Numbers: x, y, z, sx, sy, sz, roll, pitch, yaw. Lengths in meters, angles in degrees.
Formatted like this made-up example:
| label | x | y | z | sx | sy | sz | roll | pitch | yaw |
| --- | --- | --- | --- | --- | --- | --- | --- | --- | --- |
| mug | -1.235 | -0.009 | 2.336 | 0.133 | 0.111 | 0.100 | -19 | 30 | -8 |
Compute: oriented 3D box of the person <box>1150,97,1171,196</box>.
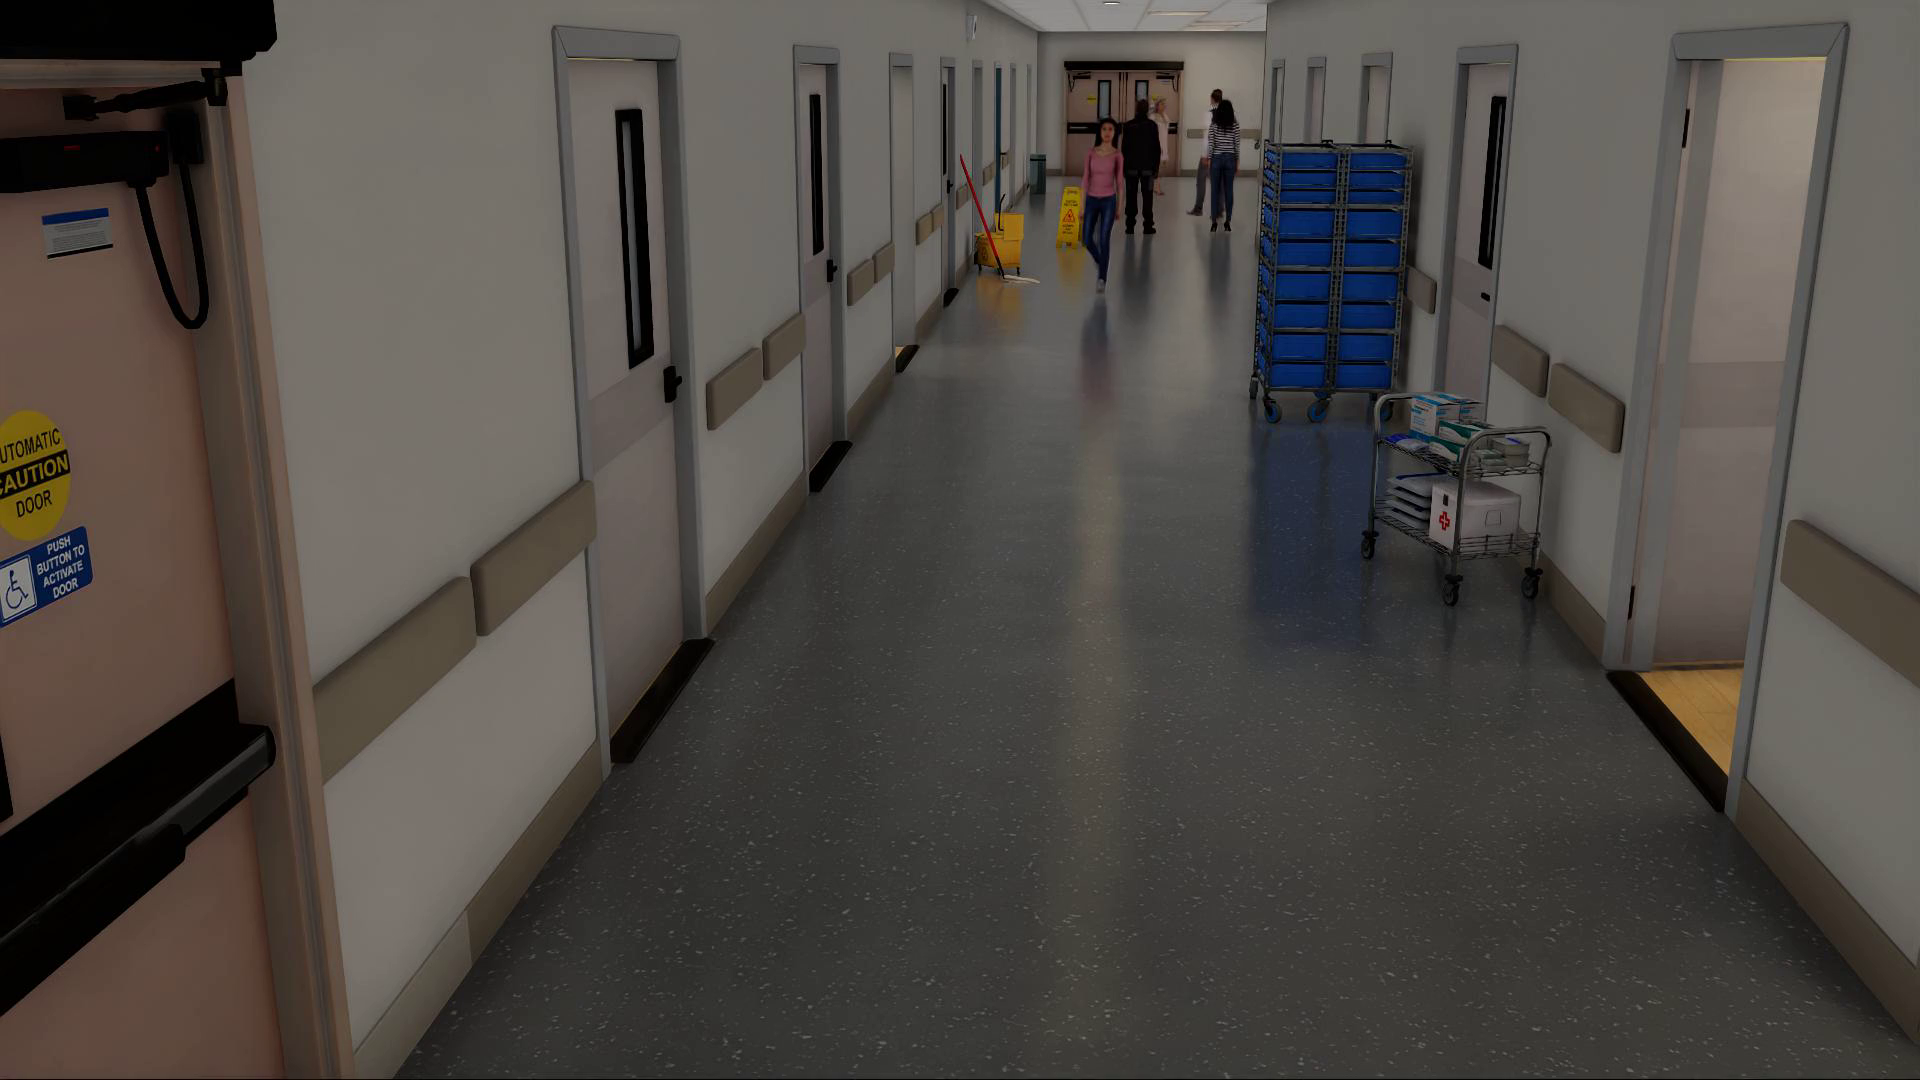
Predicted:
| label | x | y | z | sx | sy | sz | roll | pitch | yaw |
| --- | --- | --- | --- | --- | --- | --- | --- | --- | --- |
| person | 3.531 | -7.109 | 30.077 | 0.936 | 1.721 | 0.908 | 14 | 21 | 40 |

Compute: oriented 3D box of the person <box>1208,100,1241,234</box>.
| label | x | y | z | sx | sy | sz | roll | pitch | yaw |
| --- | --- | --- | --- | --- | --- | --- | --- | --- | --- |
| person | 3.654 | -5.195 | 23.118 | 0.571 | 1.797 | 0.457 | 1 | 16 | 5 |

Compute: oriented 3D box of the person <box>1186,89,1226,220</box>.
| label | x | y | z | sx | sy | sz | roll | pitch | yaw |
| --- | --- | --- | --- | --- | --- | --- | --- | --- | --- |
| person | 3.901 | -5.810 | 25.111 | 0.988 | 1.916 | 1.093 | -9 | 18 | -29 |

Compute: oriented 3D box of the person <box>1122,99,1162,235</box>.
| label | x | y | z | sx | sy | sz | roll | pitch | yaw |
| --- | --- | --- | --- | --- | --- | --- | --- | --- | --- |
| person | 2.489 | -5.160 | 22.971 | 0.733 | 1.826 | 0.650 | 4 | 16 | 14 |

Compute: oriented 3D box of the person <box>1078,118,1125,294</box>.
| label | x | y | z | sx | sy | sz | roll | pitch | yaw |
| --- | --- | --- | --- | --- | --- | --- | --- | --- | --- |
| person | 1.446 | -3.423 | 16.993 | 0.749 | 1.727 | 1.023 | 5 | 16 | 17 |
